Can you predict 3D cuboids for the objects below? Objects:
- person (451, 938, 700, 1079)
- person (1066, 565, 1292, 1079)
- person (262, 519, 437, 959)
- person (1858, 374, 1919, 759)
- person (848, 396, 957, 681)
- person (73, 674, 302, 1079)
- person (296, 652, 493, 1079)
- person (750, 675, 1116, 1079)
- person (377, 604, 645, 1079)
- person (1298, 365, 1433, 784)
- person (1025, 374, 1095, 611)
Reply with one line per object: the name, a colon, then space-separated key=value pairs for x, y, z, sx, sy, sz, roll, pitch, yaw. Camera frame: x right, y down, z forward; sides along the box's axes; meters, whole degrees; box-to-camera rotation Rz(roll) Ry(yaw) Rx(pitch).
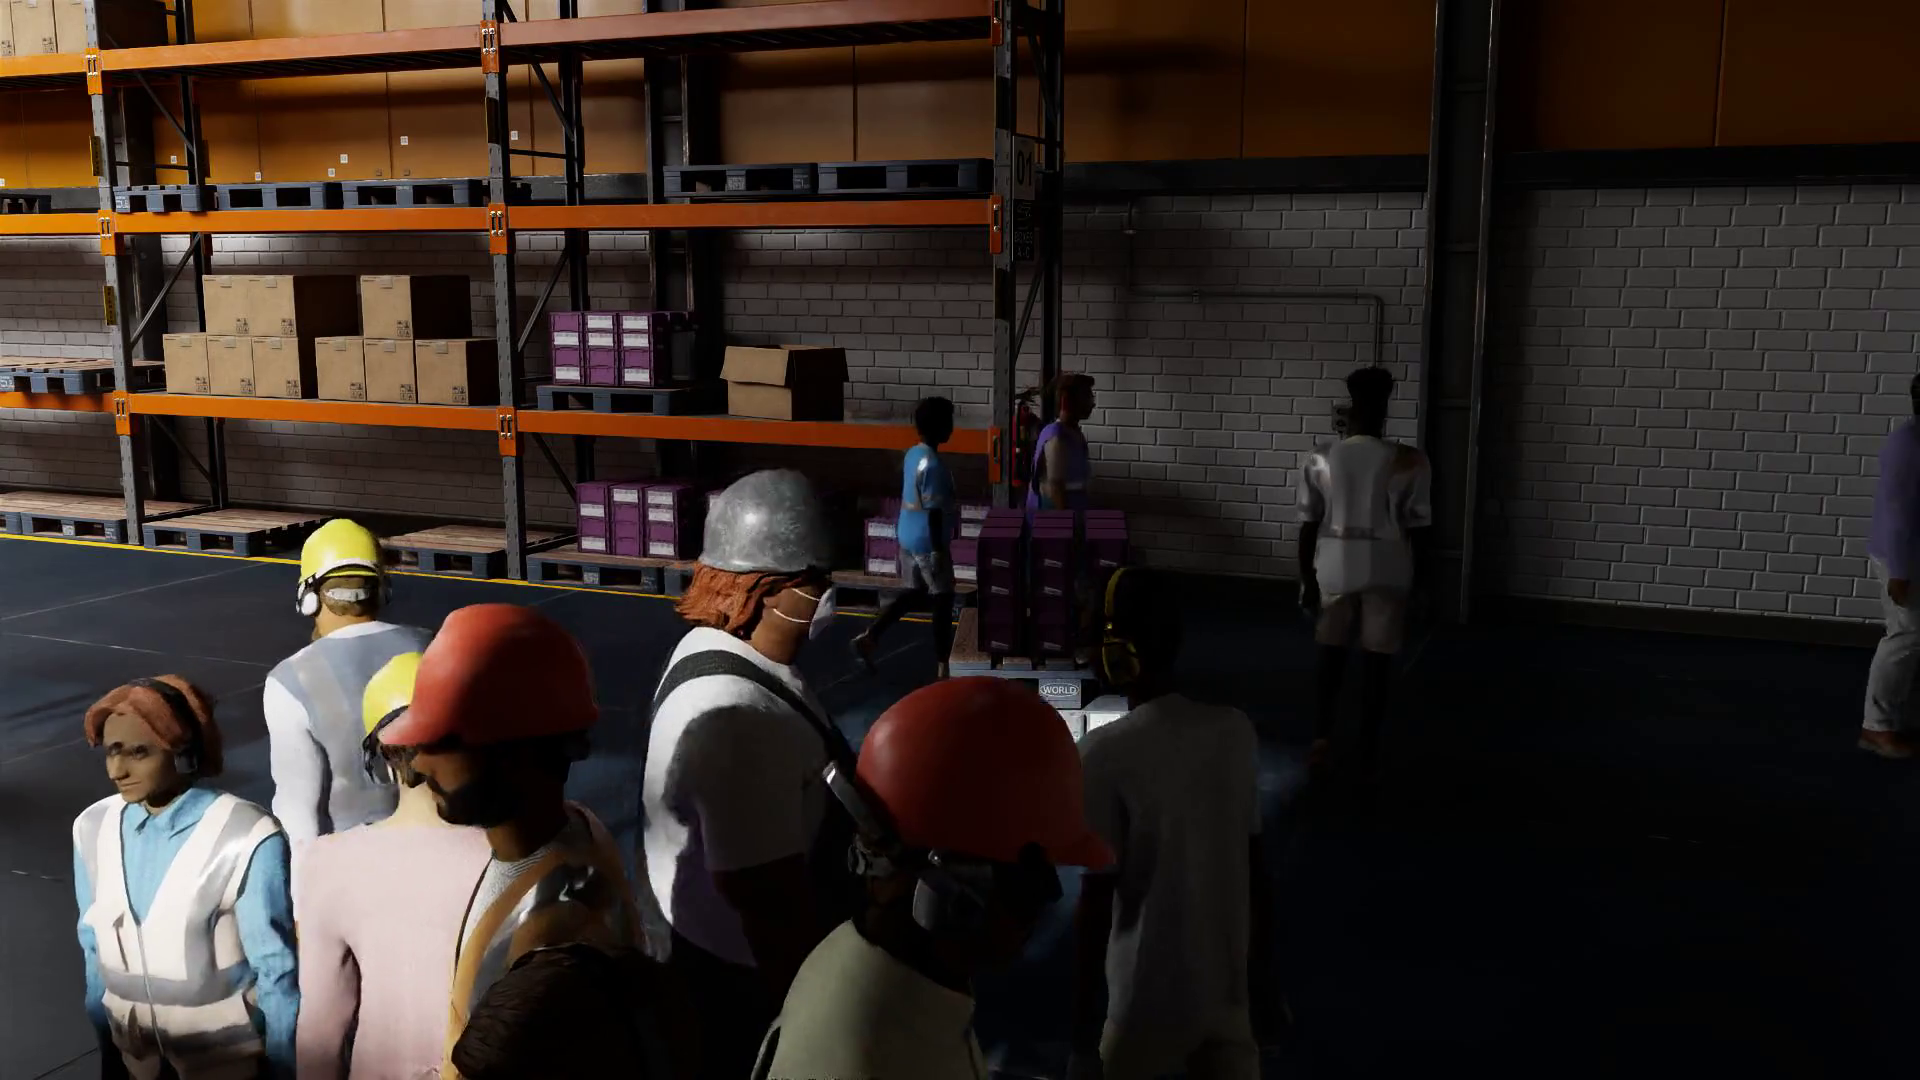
person: x=-0.323 y=1.252 z=1.561 sx=0.506 sy=1.846 sz=0.345 roll=4 pitch=10 yaw=22
person: x=0.419 y=0.954 z=3.466 sx=0.634 sy=1.811 sz=0.985 roll=-6 pitch=11 yaw=-33
person: x=-1.519 y=0.829 z=4.372 sx=0.975 sy=1.776 sz=0.619 roll=7 pitch=12 yaw=35
person: x=4.687 y=0.116 z=8.176 sx=0.413 sy=1.918 sz=0.673 roll=8 pitch=13 yaw=41
person: x=-0.257 y=0.010 z=9.526 sx=0.696 sy=1.675 sz=0.543 roll=-3 pitch=10 yaw=-19
person: x=-1.534 y=1.061 z=3.370 sx=0.515 sy=1.623 sz=0.328 roll=3 pitch=10 yaw=16
person: x=-0.991 y=1.079 z=3.053 sx=0.520 sy=1.715 sz=0.892 roll=3 pitch=10 yaw=16
person: x=-0.080 y=1.119 z=1.958 sx=0.498 sy=1.968 sz=0.644 roll=0 pitch=9 yaw=0
person: x=-0.631 y=1.049 z=2.531 sx=0.419 sy=1.935 sz=0.556 roll=-3 pitch=10 yaw=-18
person: x=1.861 y=0.173 z=7.686 sx=0.602 sy=1.953 sz=0.457 roll=4 pitch=10 yaw=25
person: x=0.610 y=-0.070 z=9.674 sx=1.015 sy=1.788 sz=0.587 roll=3 pitch=10 yaw=19
